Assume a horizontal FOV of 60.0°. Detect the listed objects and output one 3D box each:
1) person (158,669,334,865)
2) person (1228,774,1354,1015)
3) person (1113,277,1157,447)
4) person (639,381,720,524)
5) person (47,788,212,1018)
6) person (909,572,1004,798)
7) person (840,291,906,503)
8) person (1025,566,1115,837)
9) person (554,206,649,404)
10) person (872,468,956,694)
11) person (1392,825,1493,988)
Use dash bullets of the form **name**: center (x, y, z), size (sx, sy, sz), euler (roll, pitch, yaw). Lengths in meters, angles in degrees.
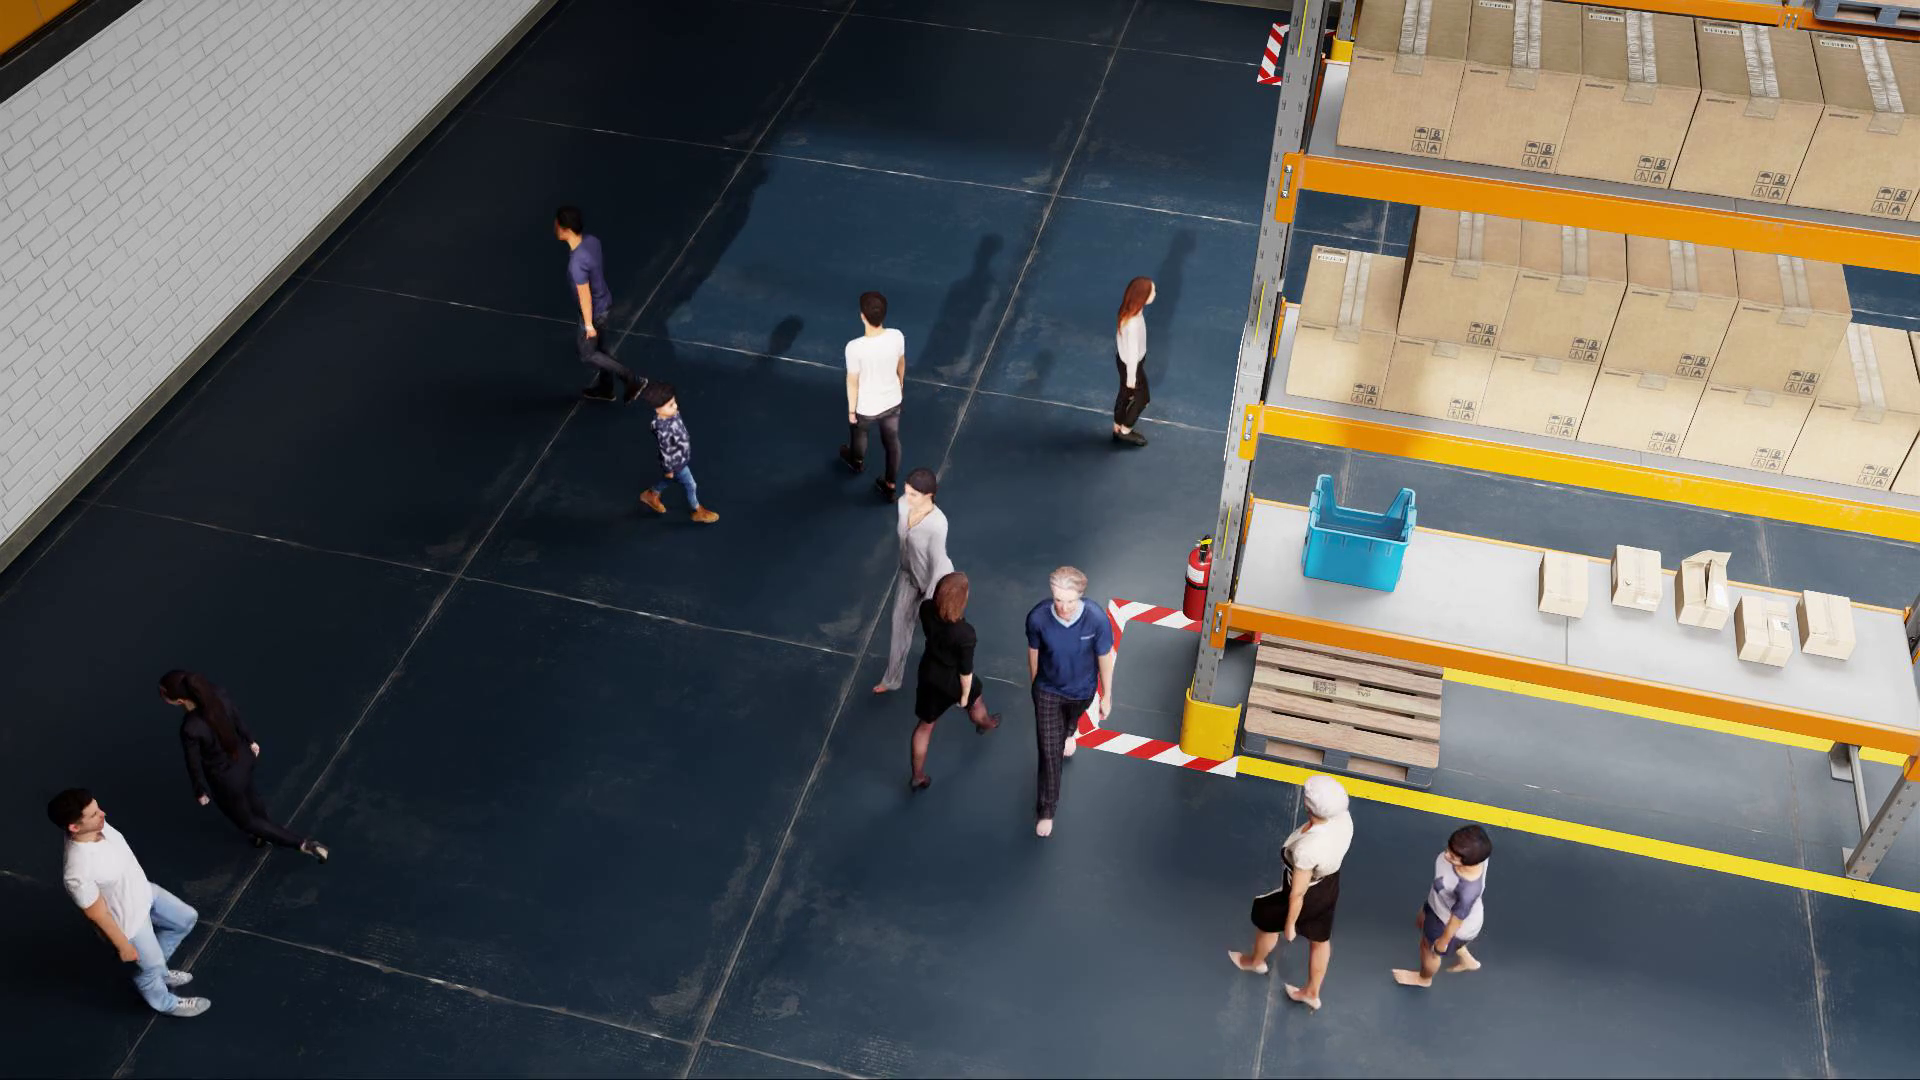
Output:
- **person**: center (-4.084, 1.351, 9.447), size (0.926, 1.693, 0.653), euler (10, 45, 10)
- **person**: center (1.918, 1.951, 8.794), size (0.869, 1.724, 0.960), euler (-33, 52, -29)
- **person**: center (1.215, -1.316, 12.402), size (0.595, 1.479, 0.626), euler (0, 44, 0)
- **person**: center (-2.086, -0.622, 11.851), size (0.849, 1.232, 0.571), euler (4, 44, 4)
- **person**: center (-4.461, 1.939, 8.722), size (0.829, 1.841, 0.805), euler (-7, 44, -7)
- **person**: center (-0.140, 0.893, 9.952), size (1.089, 1.659, 0.953), euler (29, 51, 27)
- **person**: center (-0.565, -0.973, 11.879), size (0.977, 1.702, 1.027), euler (-20, 47, -20)
- **person**: center (0.643, 0.799, 9.936), size (1.191, 1.817, 0.914), euler (2, 44, 2)
- **person**: center (-2.709, -1.759, 12.650), size (0.871, 1.777, 0.754), euler (0, 44, 0)
- **person**: center (-0.159, 0.185, 10.639), size (1.054, 1.736, 0.925), euler (29, 51, 27)
- **person**: center (2.693, 2.000, 8.877), size (0.664, 1.540, 0.602), euler (14, 45, 14)
